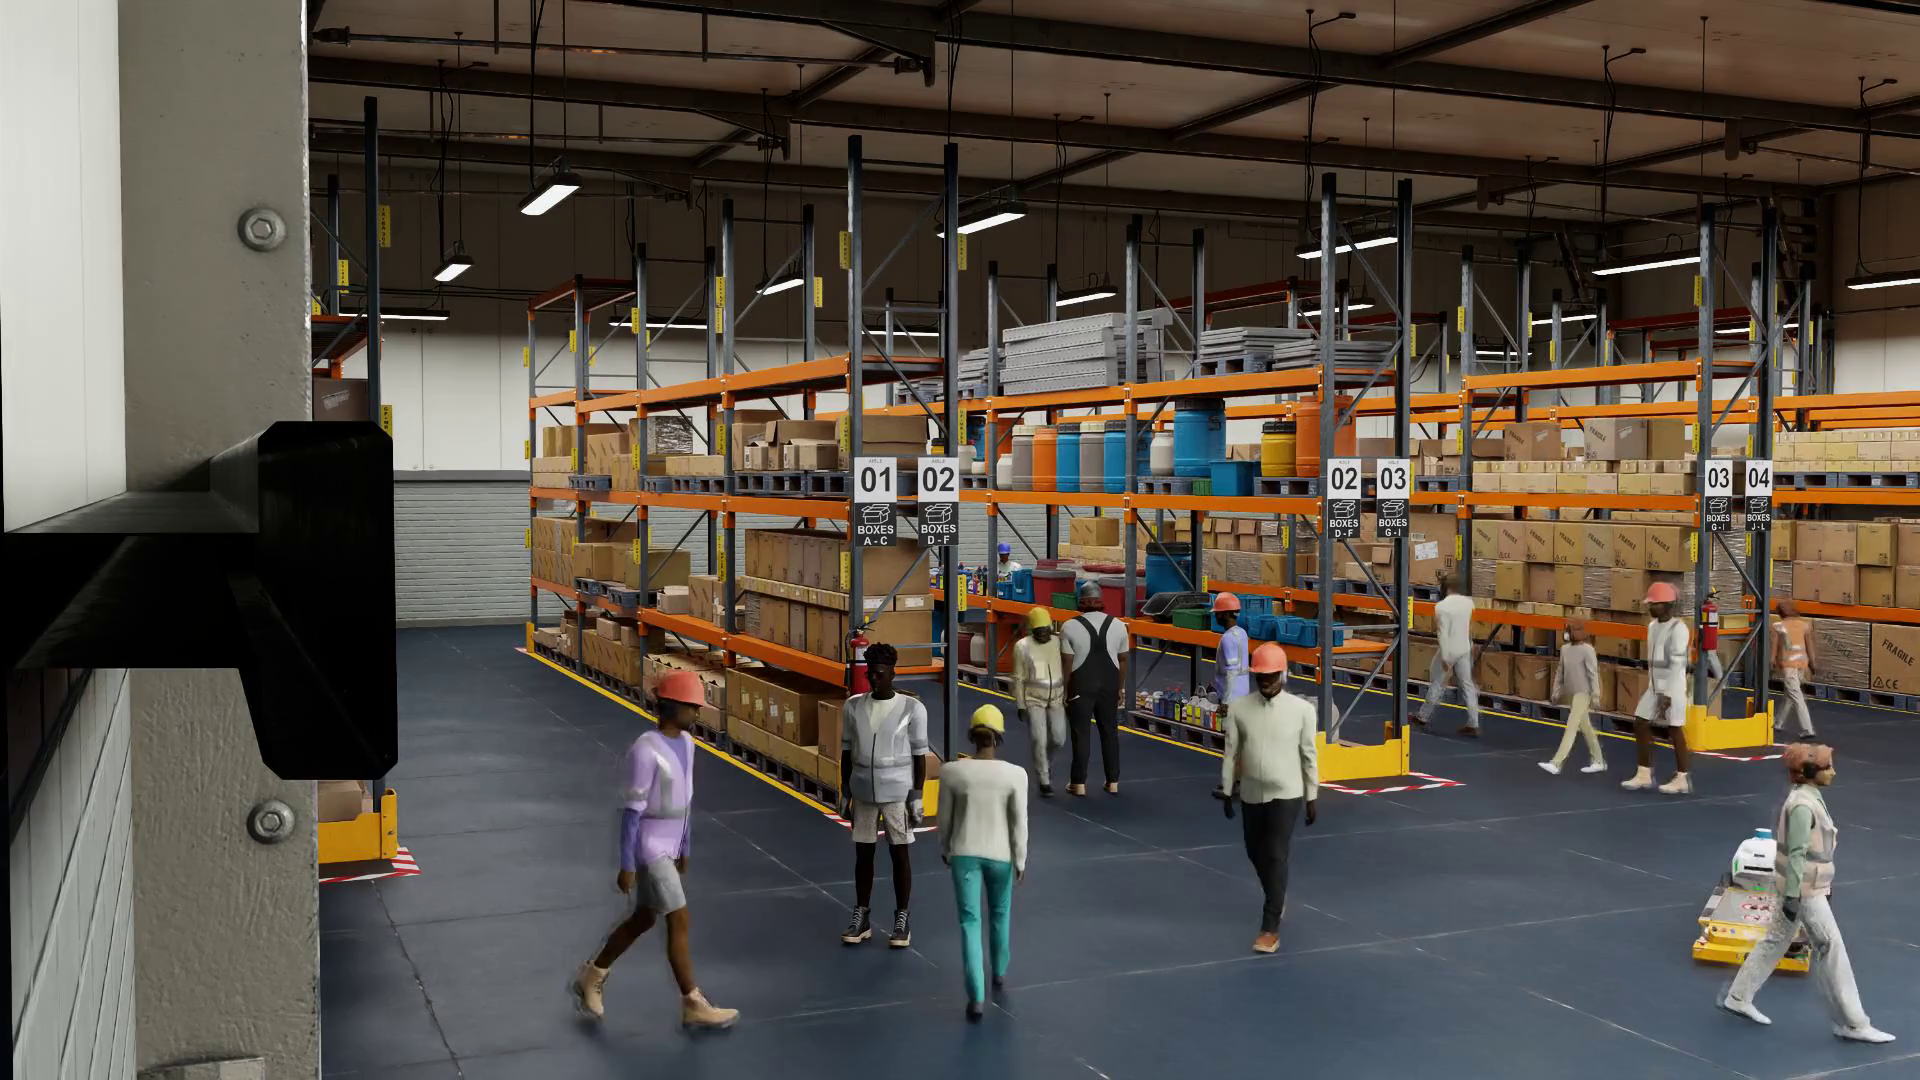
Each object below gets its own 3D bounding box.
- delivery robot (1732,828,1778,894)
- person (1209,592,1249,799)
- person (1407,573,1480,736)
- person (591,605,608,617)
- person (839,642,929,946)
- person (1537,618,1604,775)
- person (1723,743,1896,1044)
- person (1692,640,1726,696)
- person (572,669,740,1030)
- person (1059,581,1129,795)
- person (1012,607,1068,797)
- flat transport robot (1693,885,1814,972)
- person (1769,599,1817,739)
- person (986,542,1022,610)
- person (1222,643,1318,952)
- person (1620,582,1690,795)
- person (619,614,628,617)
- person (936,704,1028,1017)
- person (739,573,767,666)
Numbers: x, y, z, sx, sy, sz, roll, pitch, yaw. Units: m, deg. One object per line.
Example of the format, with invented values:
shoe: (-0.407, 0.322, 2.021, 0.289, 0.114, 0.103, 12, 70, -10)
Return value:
delivery robot: (5.648, 2.276, 12.603, 0.477, 0.478, 0.707, 1, 2, 29)
person: (2.529, 1.458, 16.887, 0.378, 1.932, 0.551, 1, 2, 21)
person: (5.696, 1.323, 20.988, 0.631, 1.879, 1.028, -1, 3, -33)
person: (-6.295, 1.030, 31.318, 0.584, 1.677, 0.545, 0, 2, 4)
person: (-0.511, 1.642, 11.664, 0.602, 1.966, 0.368, 1, 2, 16)
person: (6.193, 1.582, 18.123, 0.877, 1.583, 0.532, -1, 2, -15)
person: (4.604, 1.896, 9.790, 0.851, 1.596, 0.530, 1, 2, 26)
person: (10.250, 1.185, 24.739, 0.638, 1.919, 0.785, -1, 2, -28)
person: (-1.742, 1.704, 9.981, 0.988, 1.991, 0.614, 1, 2, 14)
person: (1.242, 1.417, 17.144, 0.684, 2.000, 0.536, -1, 2, -14)
person: (0.783, 1.521, 17.055, 0.600, 1.802, 0.517, -1, 2, -19)
flat transport robot: (5.190, 2.500, 11.628, 0.652, 0.197, 1.431, 1, 3, 29)
person: (9.632, 1.482, 20.754, 0.535, 1.590, 0.901, -1, 2, -16)
person: (0.710, 0.994, 28.840, 0.615, 1.942, 0.407, 0, 2, 5)
person: (2.054, 1.642, 11.817, 0.632, 1.966, 0.929, 1, 2, 25)
person: (6.616, 1.416, 17.026, 0.776, 2.014, 0.614, -1, 2, -14)
person: (-5.833, 0.913, 31.509, 0.773, 1.918, 0.434, 1, 2, 27)
person: (0.128, 1.814, 10.371, 0.528, 1.720, 0.882, 0, 2, 0)
person: (-3.085, 1.123, 27.026, 0.580, 1.829, 0.450, -1, 2, -15)
